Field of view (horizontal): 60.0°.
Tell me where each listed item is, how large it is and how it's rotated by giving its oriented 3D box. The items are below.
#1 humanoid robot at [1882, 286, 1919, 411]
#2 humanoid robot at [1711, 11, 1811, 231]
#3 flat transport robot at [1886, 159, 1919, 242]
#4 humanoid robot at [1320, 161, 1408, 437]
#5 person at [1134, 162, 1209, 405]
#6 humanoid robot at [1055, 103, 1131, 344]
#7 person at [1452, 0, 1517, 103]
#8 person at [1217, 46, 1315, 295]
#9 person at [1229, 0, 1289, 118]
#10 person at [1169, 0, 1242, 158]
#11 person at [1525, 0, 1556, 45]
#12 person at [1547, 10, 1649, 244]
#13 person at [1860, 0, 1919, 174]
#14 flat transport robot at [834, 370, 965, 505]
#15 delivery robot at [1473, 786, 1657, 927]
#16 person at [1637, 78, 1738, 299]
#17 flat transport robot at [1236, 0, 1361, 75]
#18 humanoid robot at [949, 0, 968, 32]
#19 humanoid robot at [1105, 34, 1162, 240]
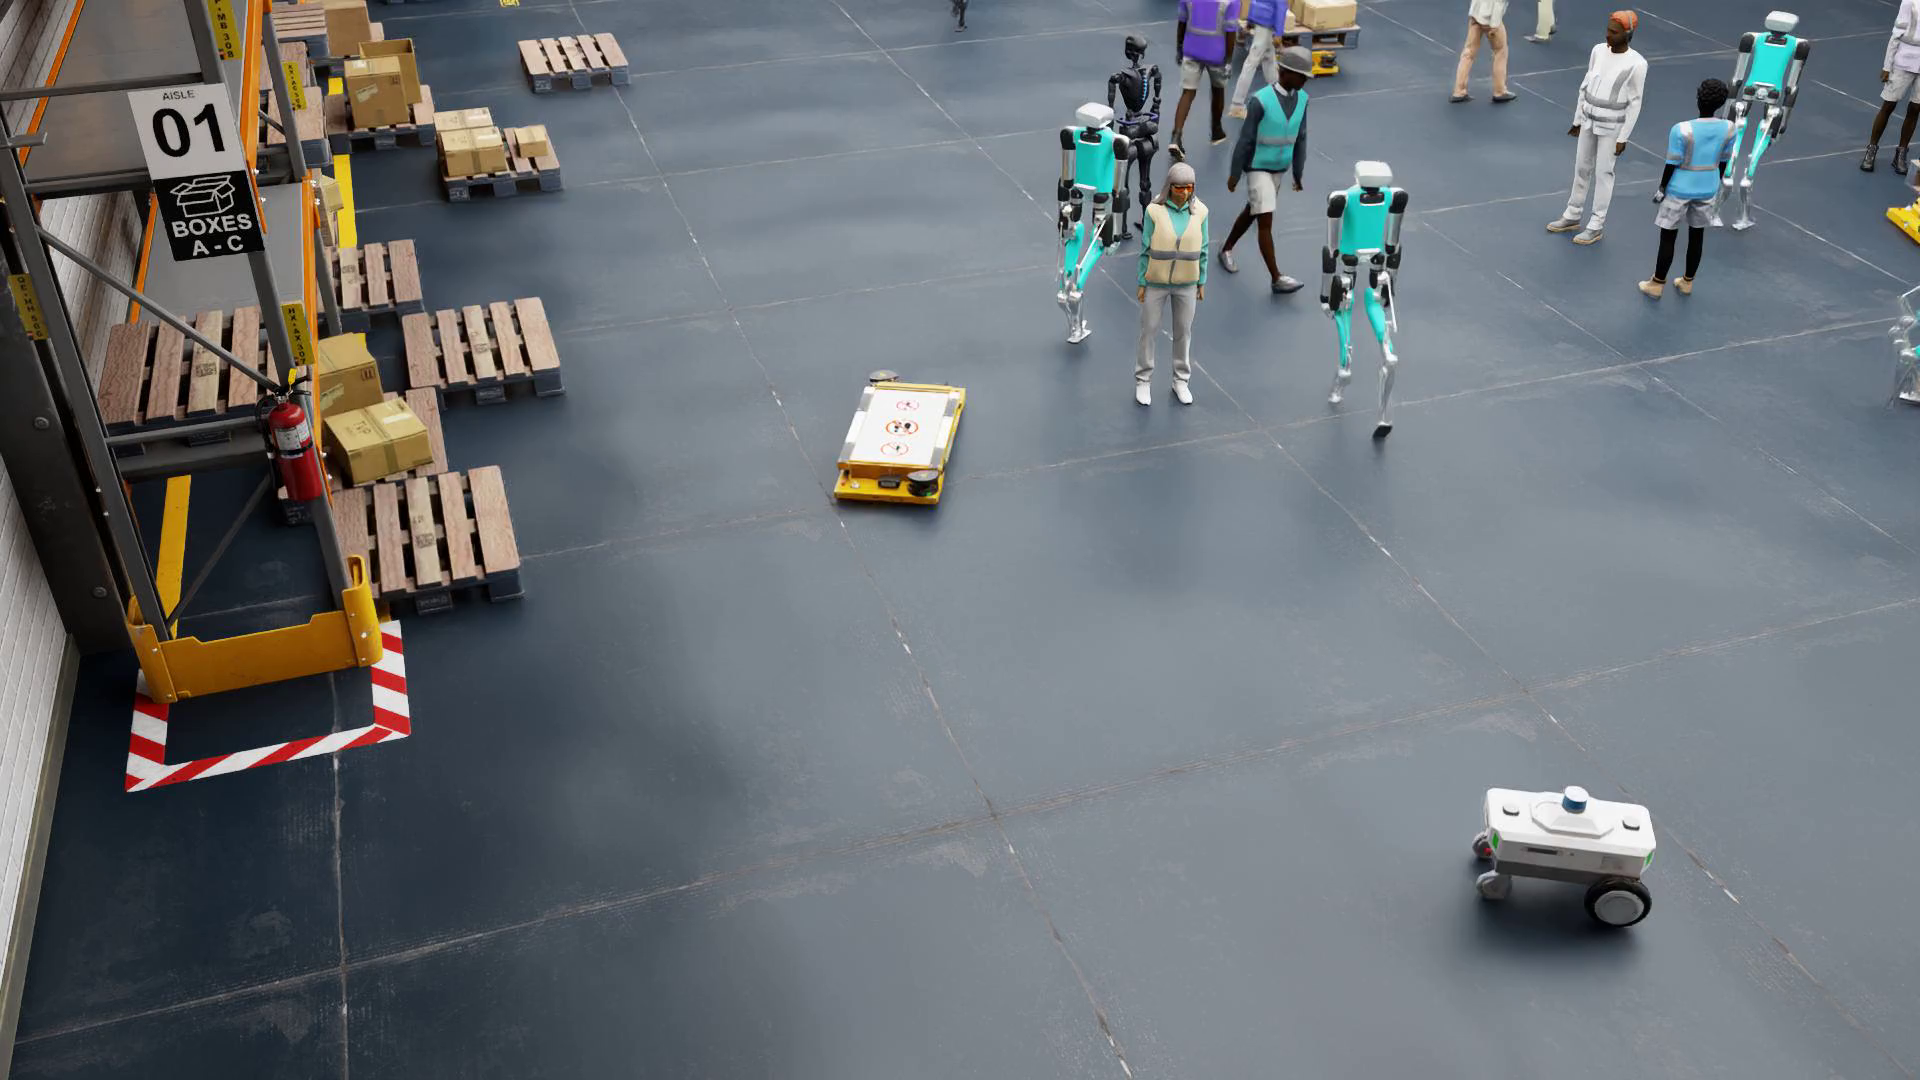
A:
[{"bbox_3d":[6.533,-1.601,11.077,0.754,1.900,0.539,15,36,22],"label":"humanoid robot"},{"bbox_3d":[6.522,-3.386,13.689,0.535,1.774,0.687,15,36,22],"label":"humanoid robot"},{"bbox_3d":[8.655,-2.670,13.954,1.431,0.231,0.659,0,33,0],"label":"flat transport robot"},{"bbox_3d":[2.687,-1.487,10.838,0.537,1.783,0.996,-5,33,-8],"label":"humanoid robot"},{"bbox_3d":[1.416,-1.724,11.189,0.465,1.706,0.367,-2,33,-4],"label":"person"},{"bbox_3d":[0.836,-2.148,11.814,0.538,1.791,0.795,19,38,26],"label":"humanoid robot"},{"bbox_3d":[5.332,-5.169,16.533,0.747,1.640,0.454,-11,35,-17],"label":"person"},{"bbox_3d":[2.375,-2.854,12.768,0.604,1.862,1.014,-19,38,-26],"label":"person"},{"bbox_3d":[3.040,-5.035,16.176,0.813,1.816,0.493,-10,34,-14],"label":"person"},{"bbox_3d":[2.241,-4.478,15.216,0.604,1.927,0.978,15,36,22],"label":"person"},{"bbox_3d":[6.456,-6.341,18.166,0.555,1.822,0.477,-20,38,-27],"label":"person"},{"bbox_3d":[5.210,-3.352,13.522,0.346,1.882,0.582,-15,36,-22],"label":"person"},{"bbox_3d":[8.526,-4.230,14.816,0.548,1.942,0.344,9,34,14],"label":"person"},{"bbox_3d":[-0.374,-0.683,10.905,0.659,0.231,1.431,4,33,6],"label":"flat transport robot"},{"bbox_3d":[2.744,1.371,7.496,0.779,0.597,0.499,6,34,9],"label":"delivery robot"},{"bbox_3d":[5.525,-2.648,12.610,0.535,1.696,0.322,-4,33,-6],"label":"person"},{"bbox_3d":[3.547,-5.342,18.051,0.659,0.231,1.431,-6,34,-8],"label":"flat transport robot"},{"bbox_3d":[0.014,-6.591,18.679,0.607,1.648,0.442,12,35,18],"label":"humanoid robot"},{"bbox_3d":[1.409,-3.309,13.632,0.599,1.657,0.315,-19,37,-26],"label":"humanoid robot"}]
